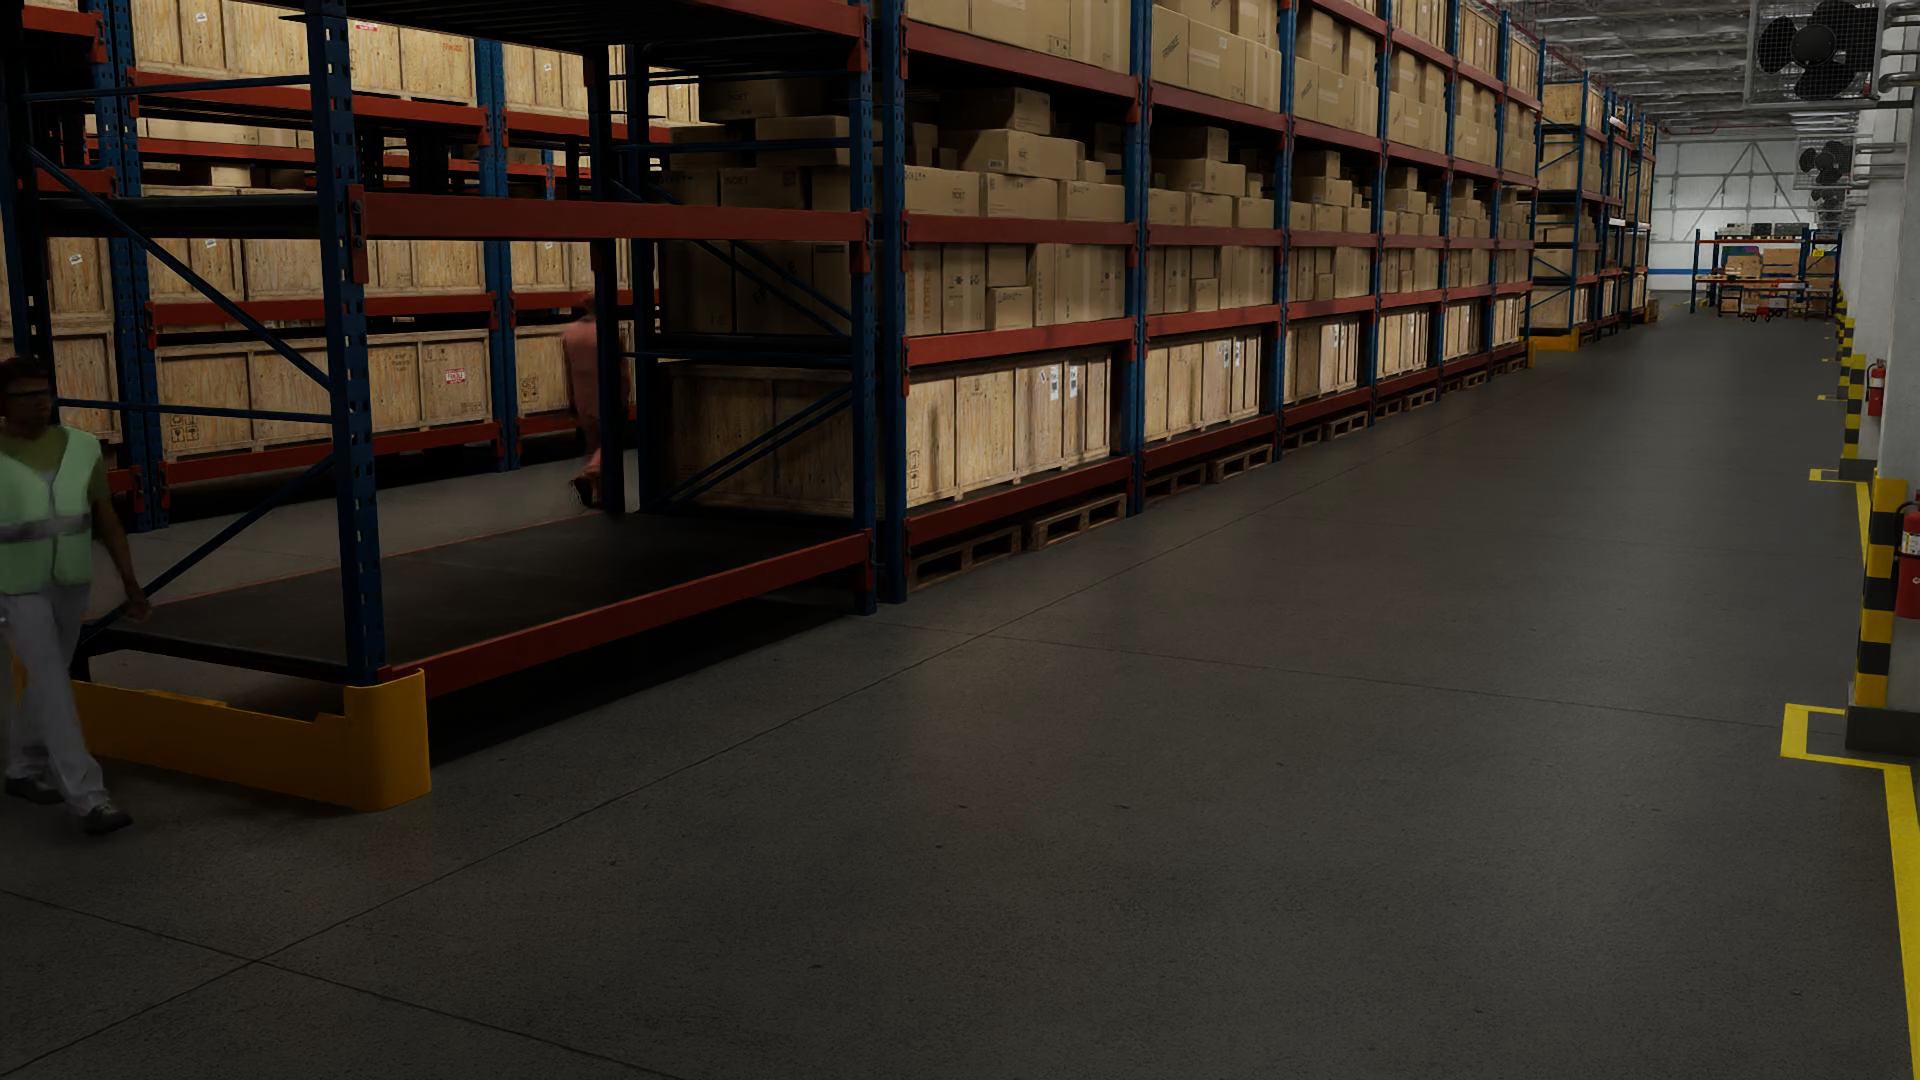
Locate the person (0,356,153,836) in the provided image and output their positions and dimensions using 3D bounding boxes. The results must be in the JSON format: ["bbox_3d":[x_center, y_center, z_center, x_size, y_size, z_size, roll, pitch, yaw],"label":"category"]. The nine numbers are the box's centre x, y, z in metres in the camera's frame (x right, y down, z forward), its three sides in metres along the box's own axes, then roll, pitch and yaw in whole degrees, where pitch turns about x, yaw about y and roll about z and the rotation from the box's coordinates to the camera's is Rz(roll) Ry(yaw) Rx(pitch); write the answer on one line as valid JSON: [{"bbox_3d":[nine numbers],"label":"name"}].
[{"bbox_3d":[-3.464,0.200,6.327,0.969,1.794,0.591,6,11,29],"label":"person"}]

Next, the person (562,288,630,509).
[{"bbox_3d":[-3.081,-1.174,14.012,0.652,1.892,0.667,5,11,27],"label":"person"}]
